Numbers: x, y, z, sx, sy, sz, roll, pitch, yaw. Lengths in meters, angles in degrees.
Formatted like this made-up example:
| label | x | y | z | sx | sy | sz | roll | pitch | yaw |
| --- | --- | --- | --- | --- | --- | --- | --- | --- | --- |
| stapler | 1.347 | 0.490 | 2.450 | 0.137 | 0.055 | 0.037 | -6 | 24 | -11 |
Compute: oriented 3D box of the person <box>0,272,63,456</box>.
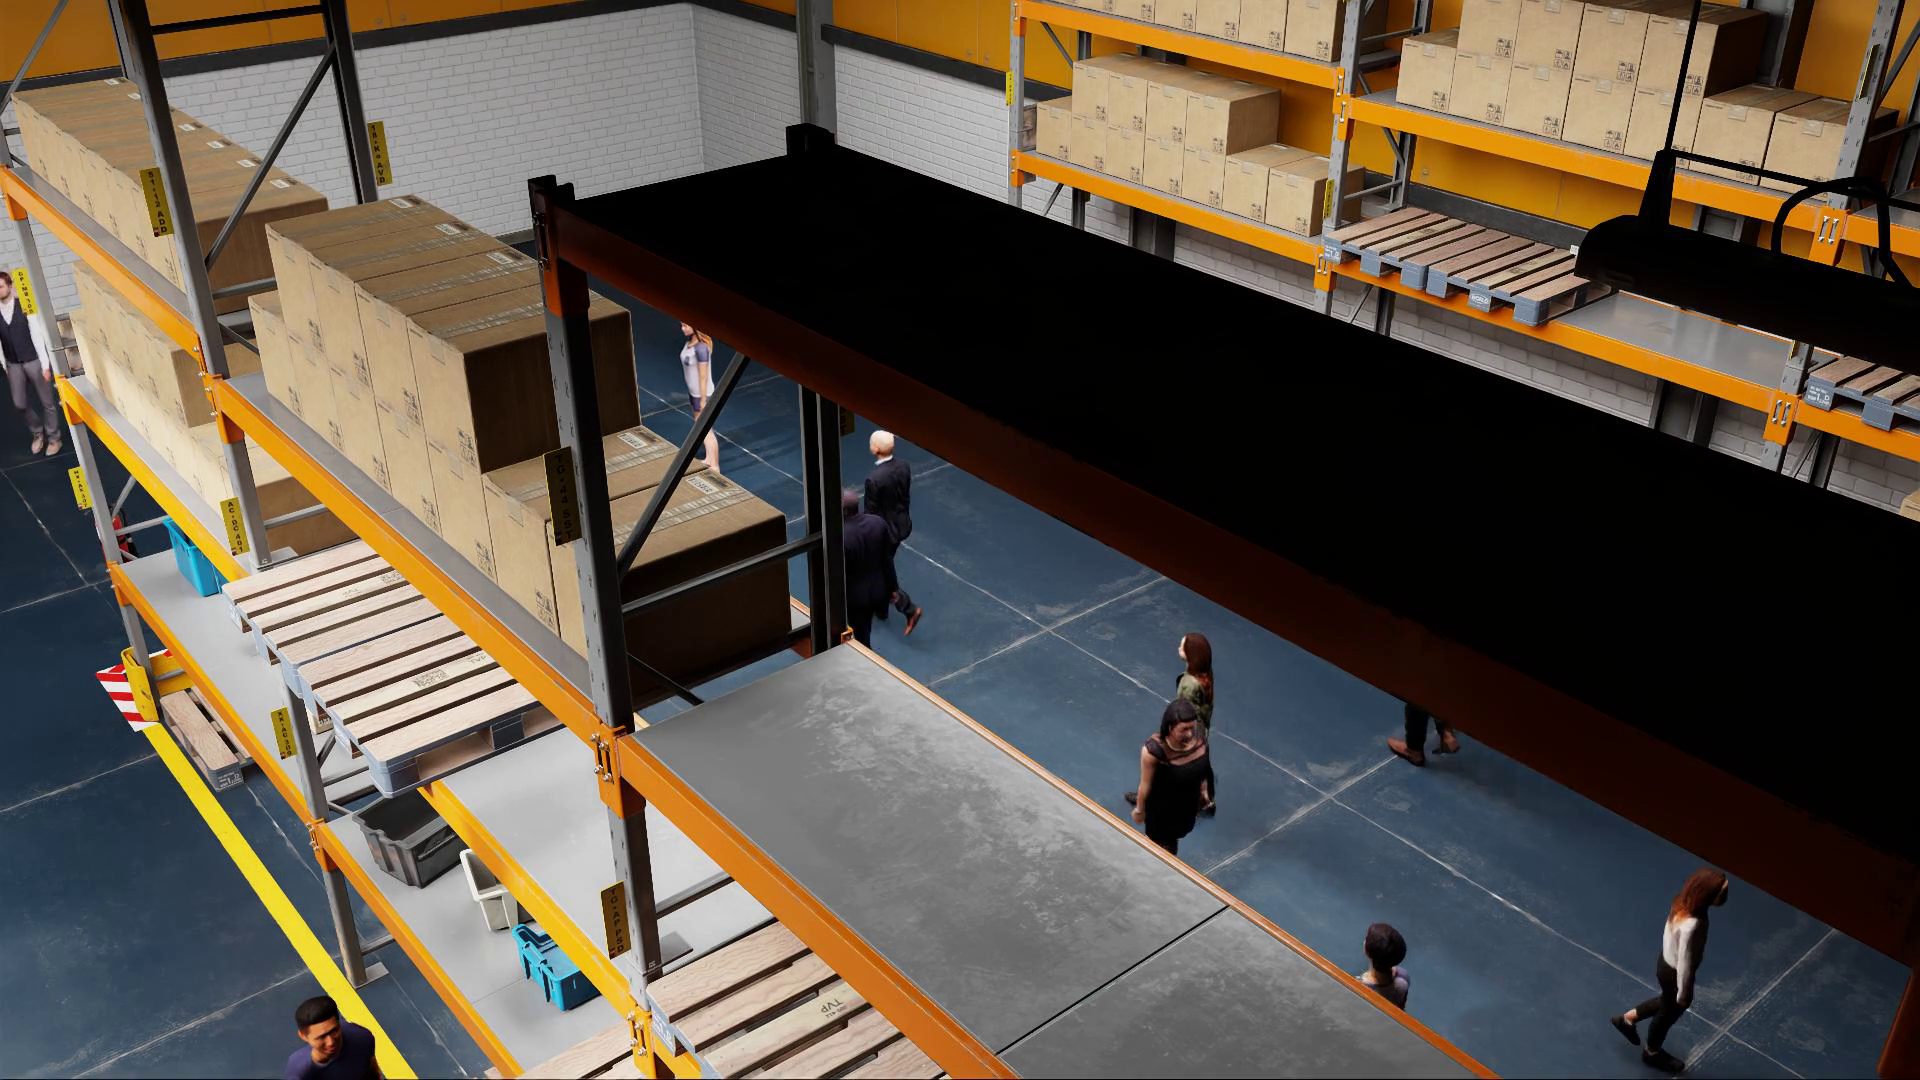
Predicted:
| label | x | y | z | sx | sy | sz | roll | pitch | yaw |
| --- | --- | --- | --- | --- | --- | --- | --- | --- | --- |
| person | -9.359 | -1.815 | 16.752 | 0.765 | 1.923 | 0.780 | -4 | 29 | -7 |

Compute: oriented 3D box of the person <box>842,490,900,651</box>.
| label | x | y | z | sx | sy | sz | roll | pitch | yaw |
| --- | --- | --- | --- | --- | --- | --- | --- | --- | --- |
| person | -0.719 | 0.485 | 12.700 | 0.791 | 1.765 | 1.144 | -17 | 33 | -29 |

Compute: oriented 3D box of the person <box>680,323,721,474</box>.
| label | x | y | z | sx | sy | sz | roll | pitch | yaw |
| --- | --- | --- | --- | --- | --- | --- | --- | --- | --- |
| person | -2.517 | -1.440 | 16.269 | 0.719 | 1.728 | 0.592 | -10 | 30 | -17 |

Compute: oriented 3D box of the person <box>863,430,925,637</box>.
| label | x | y | z | sx | sy | sz | roll | pitch | yaw |
| --- | --- | --- | --- | --- | --- | --- | --- | --- | --- |
| person | -0.561 | -0.042 | 13.649 | 1.076 | 1.782 | 0.818 | 22 | 35 | 34 |

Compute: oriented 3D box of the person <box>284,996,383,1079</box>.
| label | x | y | z | sx | sy | sz | roll | pitch | yaw |
| --- | --- | --- | --- | --- | --- | --- | --- | --- | --- |
| person | -3.101 | 2.912 | 8.280 | 0.713 | 1.736 | 1.135 | -24 | 37 | -37 |

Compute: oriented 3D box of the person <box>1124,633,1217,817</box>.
| label | x | y | z | sx | sy | sz | roll | pitch | yaw |
| --- | --- | --- | --- | --- | --- | --- | --- | --- | --- |
| person | 1.668 | 1.313 | 11.509 | 0.989 | 1.452 | 0.870 | 9 | 30 | 16 |

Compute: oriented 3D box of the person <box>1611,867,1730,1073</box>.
| label | x | y | z | sx | sy | sz | roll | pitch | yaw |
| --- | --- | --- | --- | --- | --- | --- | --- | --- | --- |
| person | 4.007 | 2.415 | 9.465 | 0.776 | 1.474 | 0.705 | 12 | 31 | 21 |

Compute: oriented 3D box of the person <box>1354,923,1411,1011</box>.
| label | x | y | z | sx | sy | sz | roll | pitch | yaw |
| --- | --- | --- | --- | --- | --- | --- | --- | --- | --- |
| person | 2.190 | 2.737 | 8.826 | 0.659 | 1.522 | 1.058 | -16 | 32 | -27 |

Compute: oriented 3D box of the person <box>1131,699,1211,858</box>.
| label | x | y | z | sx | sy | sz | roll | pitch | yaw |
| --- | --- | --- | --- | --- | --- | --- | --- | --- | --- |
| person | 1.308 | 1.661 | 10.627 | 0.656 | 1.686 | 0.745 | -24 | 36 | -36 |
